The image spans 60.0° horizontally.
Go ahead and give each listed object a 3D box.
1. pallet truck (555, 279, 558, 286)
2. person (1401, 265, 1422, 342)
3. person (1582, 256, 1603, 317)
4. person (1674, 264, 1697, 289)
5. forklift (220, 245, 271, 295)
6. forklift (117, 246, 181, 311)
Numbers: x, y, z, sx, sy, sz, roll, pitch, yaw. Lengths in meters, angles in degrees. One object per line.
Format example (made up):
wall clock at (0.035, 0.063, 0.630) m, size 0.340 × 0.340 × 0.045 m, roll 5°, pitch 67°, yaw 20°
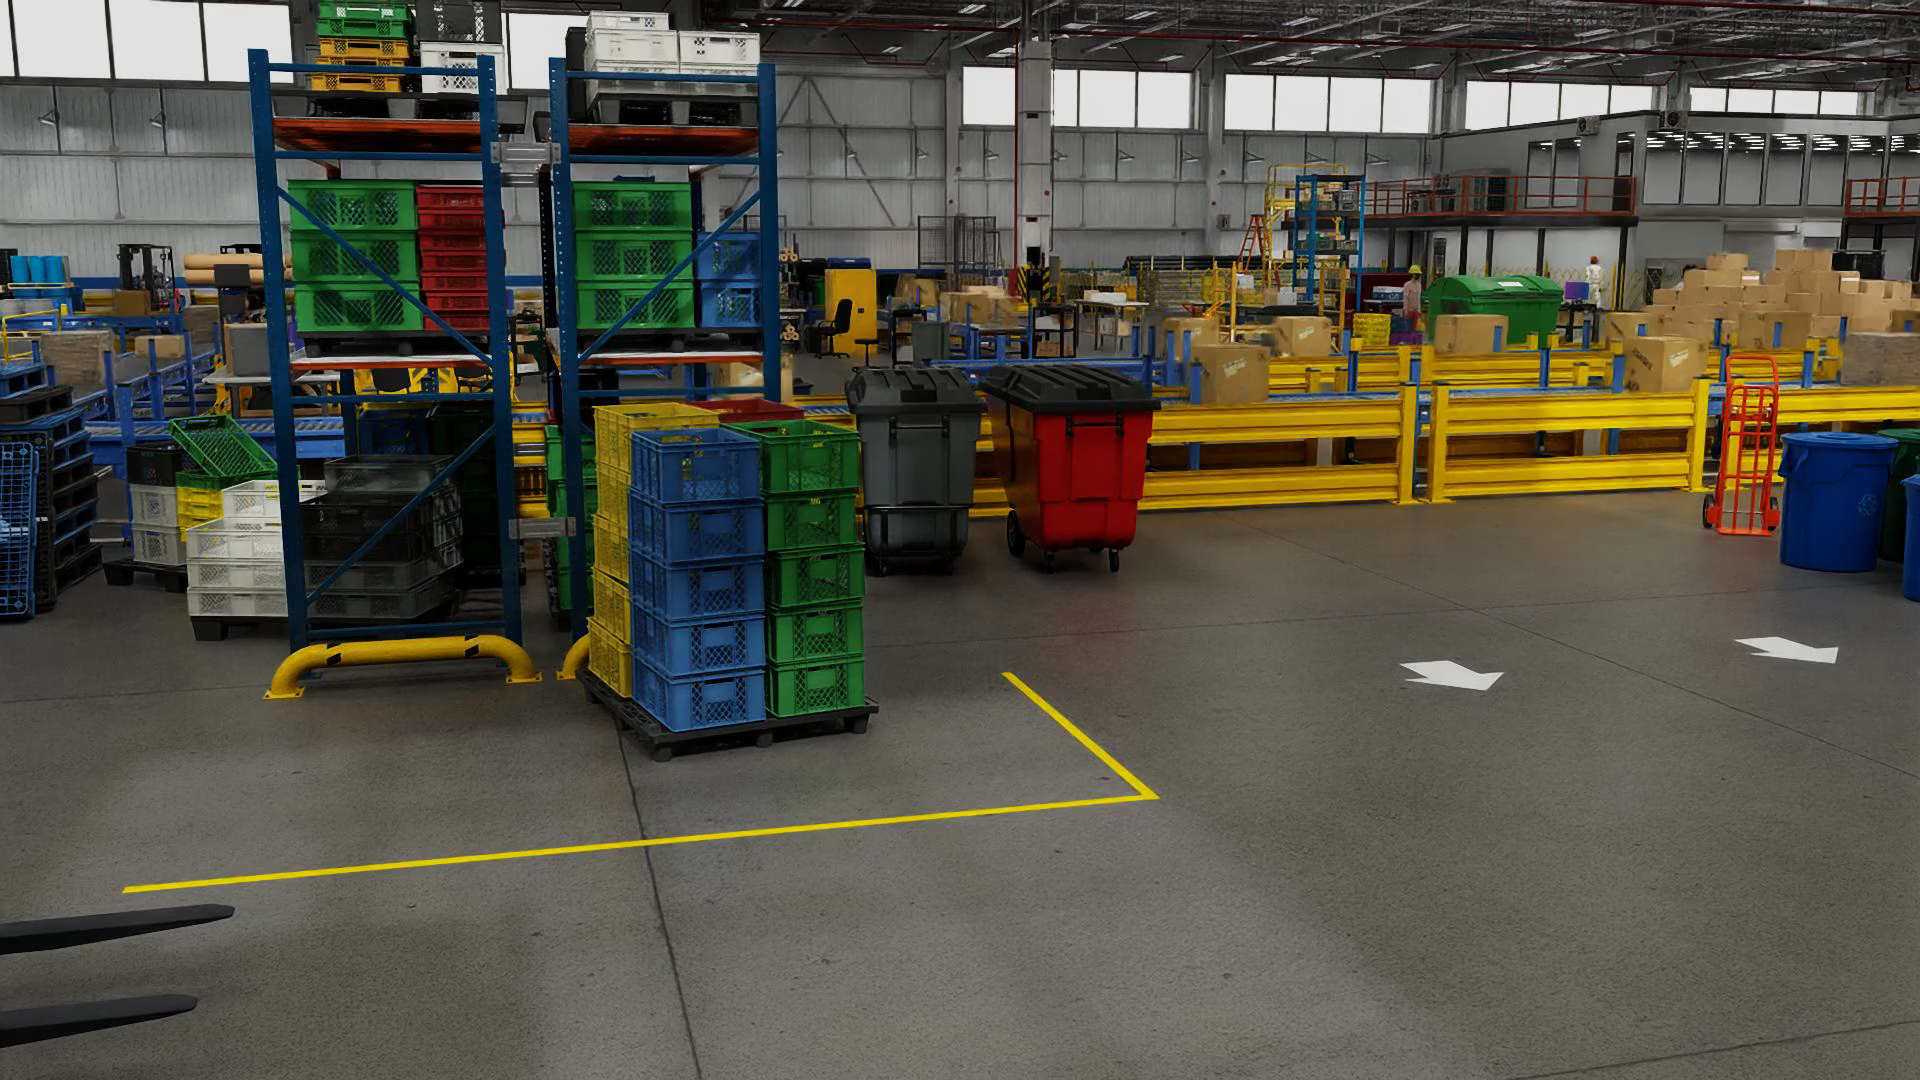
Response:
pallet truck at (-10.604, -6.375, 44.520) m, size 0.653 × 1.274 × 1.630 m, roll -3°, pitch 10°, yaw -15°
person at (8.759, -4.432, 32.202) m, size 0.523 × 1.769 × 0.317 m, roll -9°, pitch 13°, yaw -40°
person at (19.216, -7.687, 50.449) m, size 0.600 × 1.837 × 0.999 m, roll -1°, pitch 10°, yaw -4°
person at (11.960, -3.657, 27.624) m, size 0.914 × 1.837 × 0.524 m, roll -3°, pitch 11°, yaw -18°
forklift at (-17.749, -6.334, 41.440) m, size 1.157 × 1.987 × 2.680 m, roll -3°, pitch 10°, yaw -17°
forklift at (-19.966, -6.232, 40.894) m, size 1.157 × 1.987 × 2.680 m, roll -3°, pitch 10°, yaw -15°
